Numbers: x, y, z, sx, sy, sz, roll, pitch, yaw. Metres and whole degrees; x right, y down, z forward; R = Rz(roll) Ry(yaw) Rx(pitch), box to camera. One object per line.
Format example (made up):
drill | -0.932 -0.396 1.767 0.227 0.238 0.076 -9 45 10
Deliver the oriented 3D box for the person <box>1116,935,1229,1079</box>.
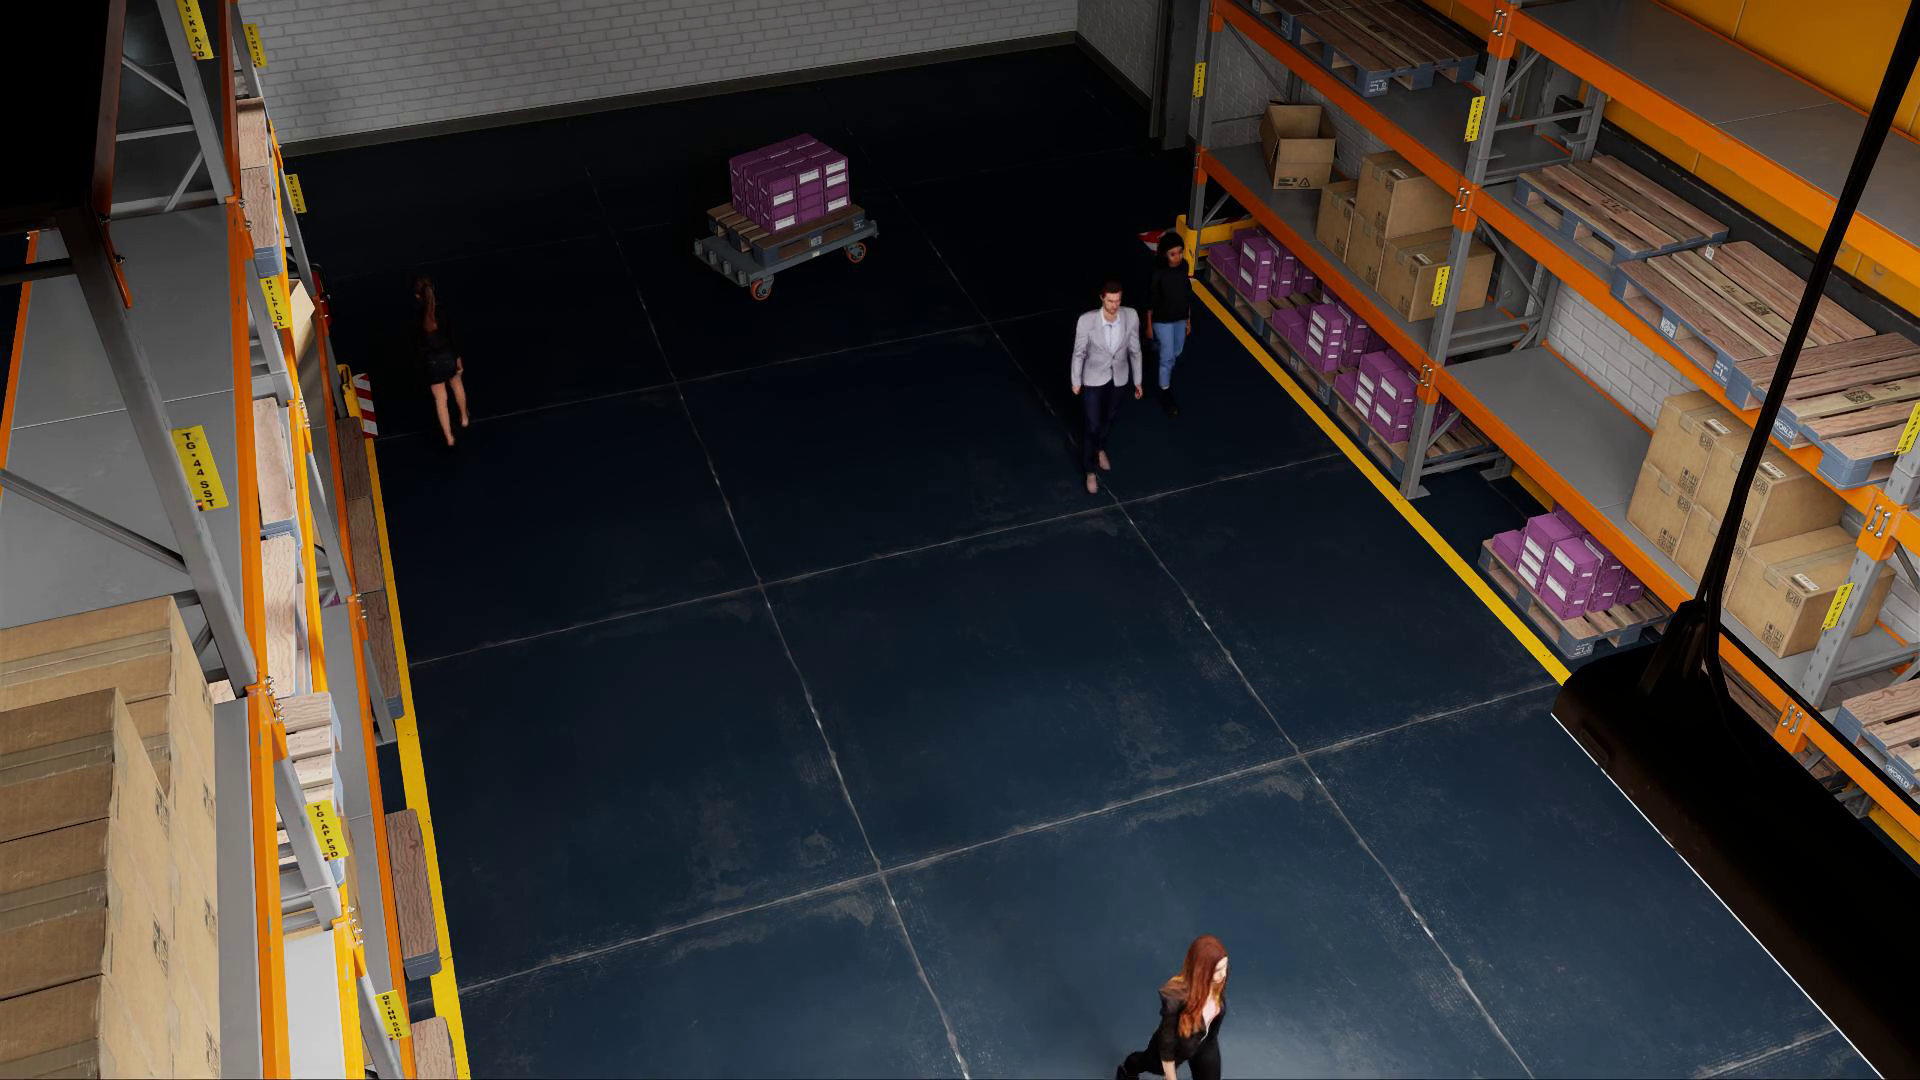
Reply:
person | 1.085 2.562 8.625 0.766 1.657 1.232 -21 43 -24

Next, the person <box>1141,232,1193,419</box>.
person | 1.723 -1.892 14.183 0.706 1.680 0.999 -22 44 -25

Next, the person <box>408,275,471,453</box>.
person | -4.300 -1.449 13.748 0.544 1.531 0.969 -13 40 -16

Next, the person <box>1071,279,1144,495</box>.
person | 1.144 -1.356 13.395 0.739 1.826 0.869 -10 40 -12
